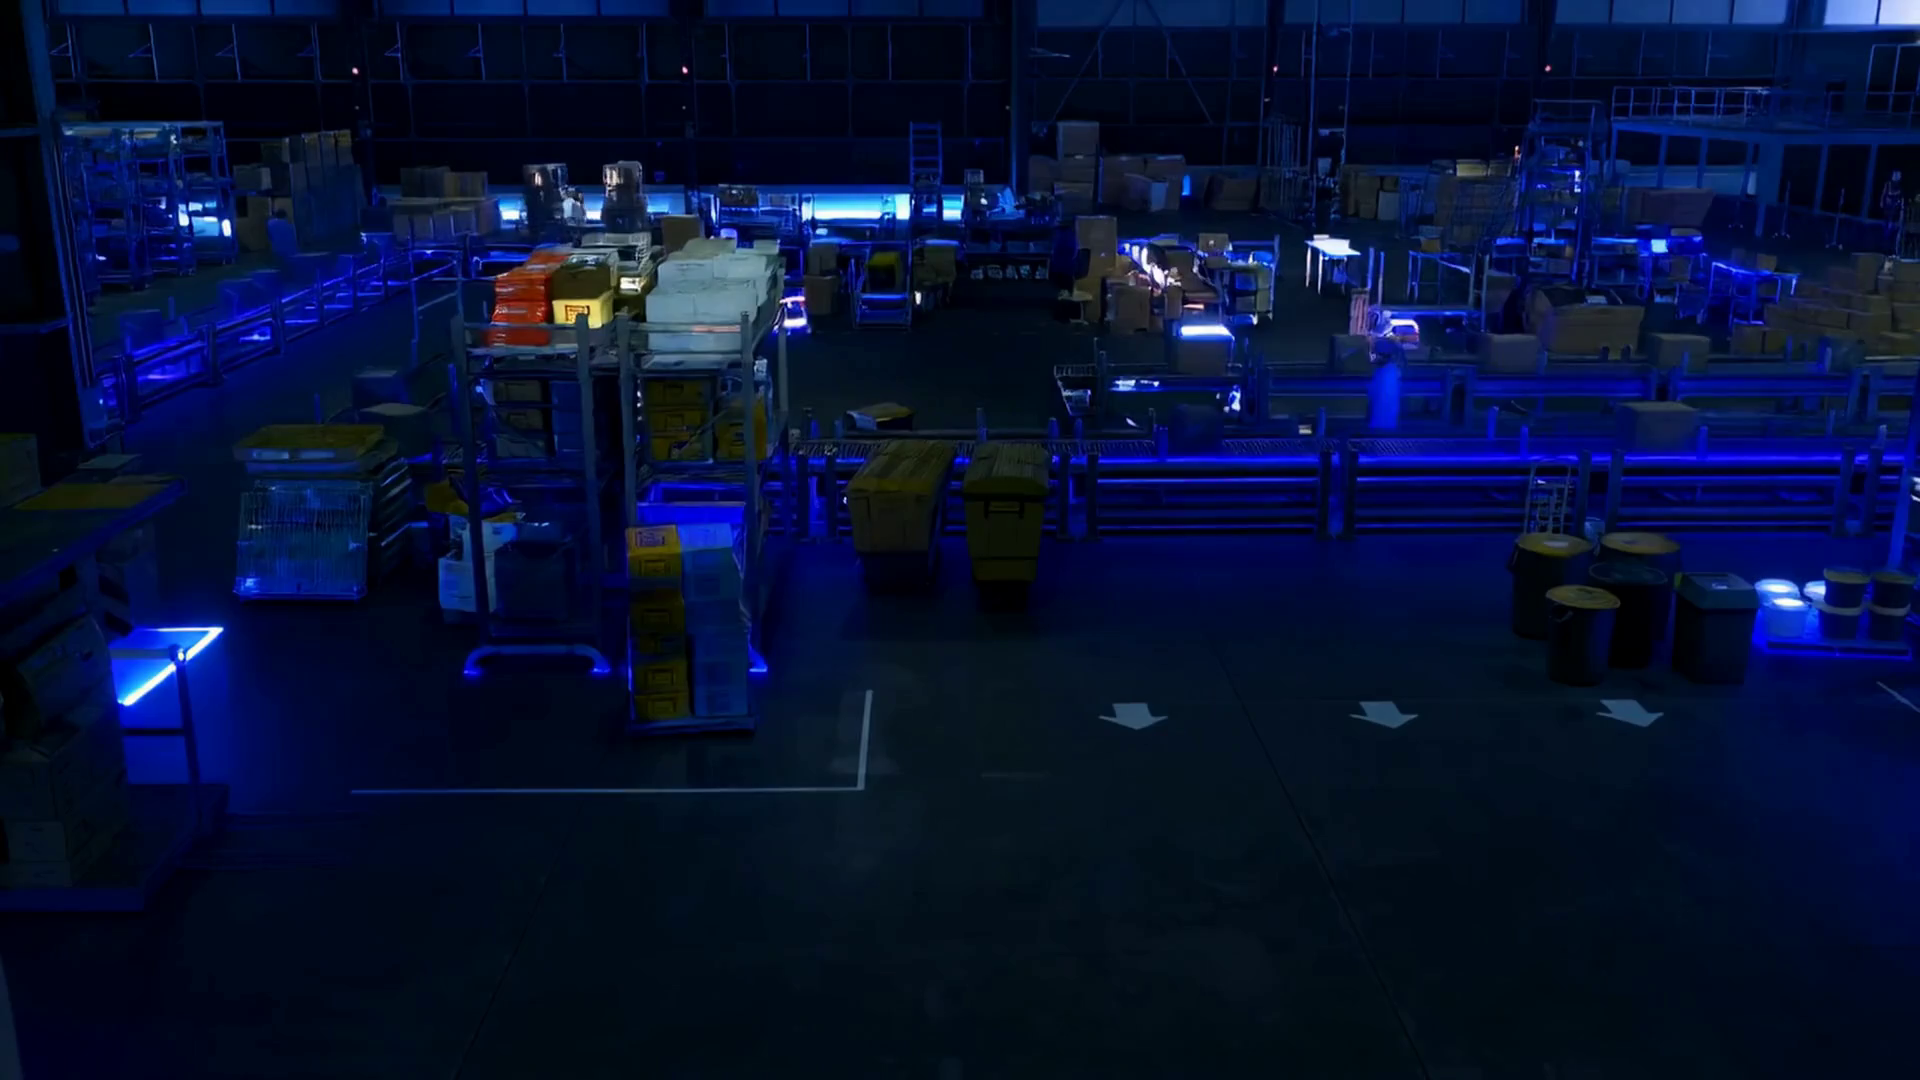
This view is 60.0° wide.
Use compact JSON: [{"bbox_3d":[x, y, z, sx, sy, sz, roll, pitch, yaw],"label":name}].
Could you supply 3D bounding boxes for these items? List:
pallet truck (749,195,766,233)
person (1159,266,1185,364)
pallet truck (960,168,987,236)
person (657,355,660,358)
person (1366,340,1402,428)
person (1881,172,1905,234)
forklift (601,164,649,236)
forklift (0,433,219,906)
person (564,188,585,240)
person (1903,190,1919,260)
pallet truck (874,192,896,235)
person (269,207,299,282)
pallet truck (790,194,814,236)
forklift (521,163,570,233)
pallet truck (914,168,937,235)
[{"bbox_3d":[-6.051,-9.967,50.660,0.680,1.201,1.601,0,16,-1],"label":"pallet truck"},{"bbox_3d":[3.547,-3.704,27.940,0.533,1.766,0.317,-13,21,-38],"label":"person"},{"bbox_3d":[0.383,-10.230,50.206,0.823,1.965,1.885,-1,16,-3],"label":"pallet truck"},{"bbox_3d":[-3.665,-1.531,20.542,0.378,1.684,0.534,-4,16,-12],"label":"person"},{"bbox_3d":[5.215,-1.575,20.511,0.923,1.788,0.595,1,16,3],"label":"person"},{"bbox_3d":[28.344,-10.236,50.491,0.591,1.837,0.946,2,16,5],"label":"person"},{"bbox_3d":[-9.948,-10.127,49.296,1.157,1.987,2.680,-1,16,-3],"label":"forklift"},{"bbox_3d":[-5.952,0.780,10.366,1.873,2.768,1.129,0,16,-1],"label":"forklift"},{"bbox_3d":[-10.245,-8.529,44.633,0.614,1.803,0.741,12,20,36],"label":"person"},{"bbox_3d":[23.712,-7.665,41.230,0.608,2.034,0.397,8,18,26],"label":"person"},{"bbox_3d":[-2.277,-9.986,50.594,0.653,1.274,1.630,0,16,-1],"label":"pallet truck"},{"bbox_3d":[-15.352,-6.607,37.831,0.665,1.876,0.467,2,16,7],"label":"person"},{"bbox_3d":[-4.814,-9.883,50.259,0.704,1.261,1.522,-1,16,-3],"label":"pallet truck"},{"bbox_3d":[-12.233,-10.122,49.298,1.157,1.987,2.680,0,16,-1],"label":"forklift"},{"bbox_3d":[-0.989,-10.316,50.507,0.823,1.965,1.885,1,16,3],"label":"pallet truck"}]
